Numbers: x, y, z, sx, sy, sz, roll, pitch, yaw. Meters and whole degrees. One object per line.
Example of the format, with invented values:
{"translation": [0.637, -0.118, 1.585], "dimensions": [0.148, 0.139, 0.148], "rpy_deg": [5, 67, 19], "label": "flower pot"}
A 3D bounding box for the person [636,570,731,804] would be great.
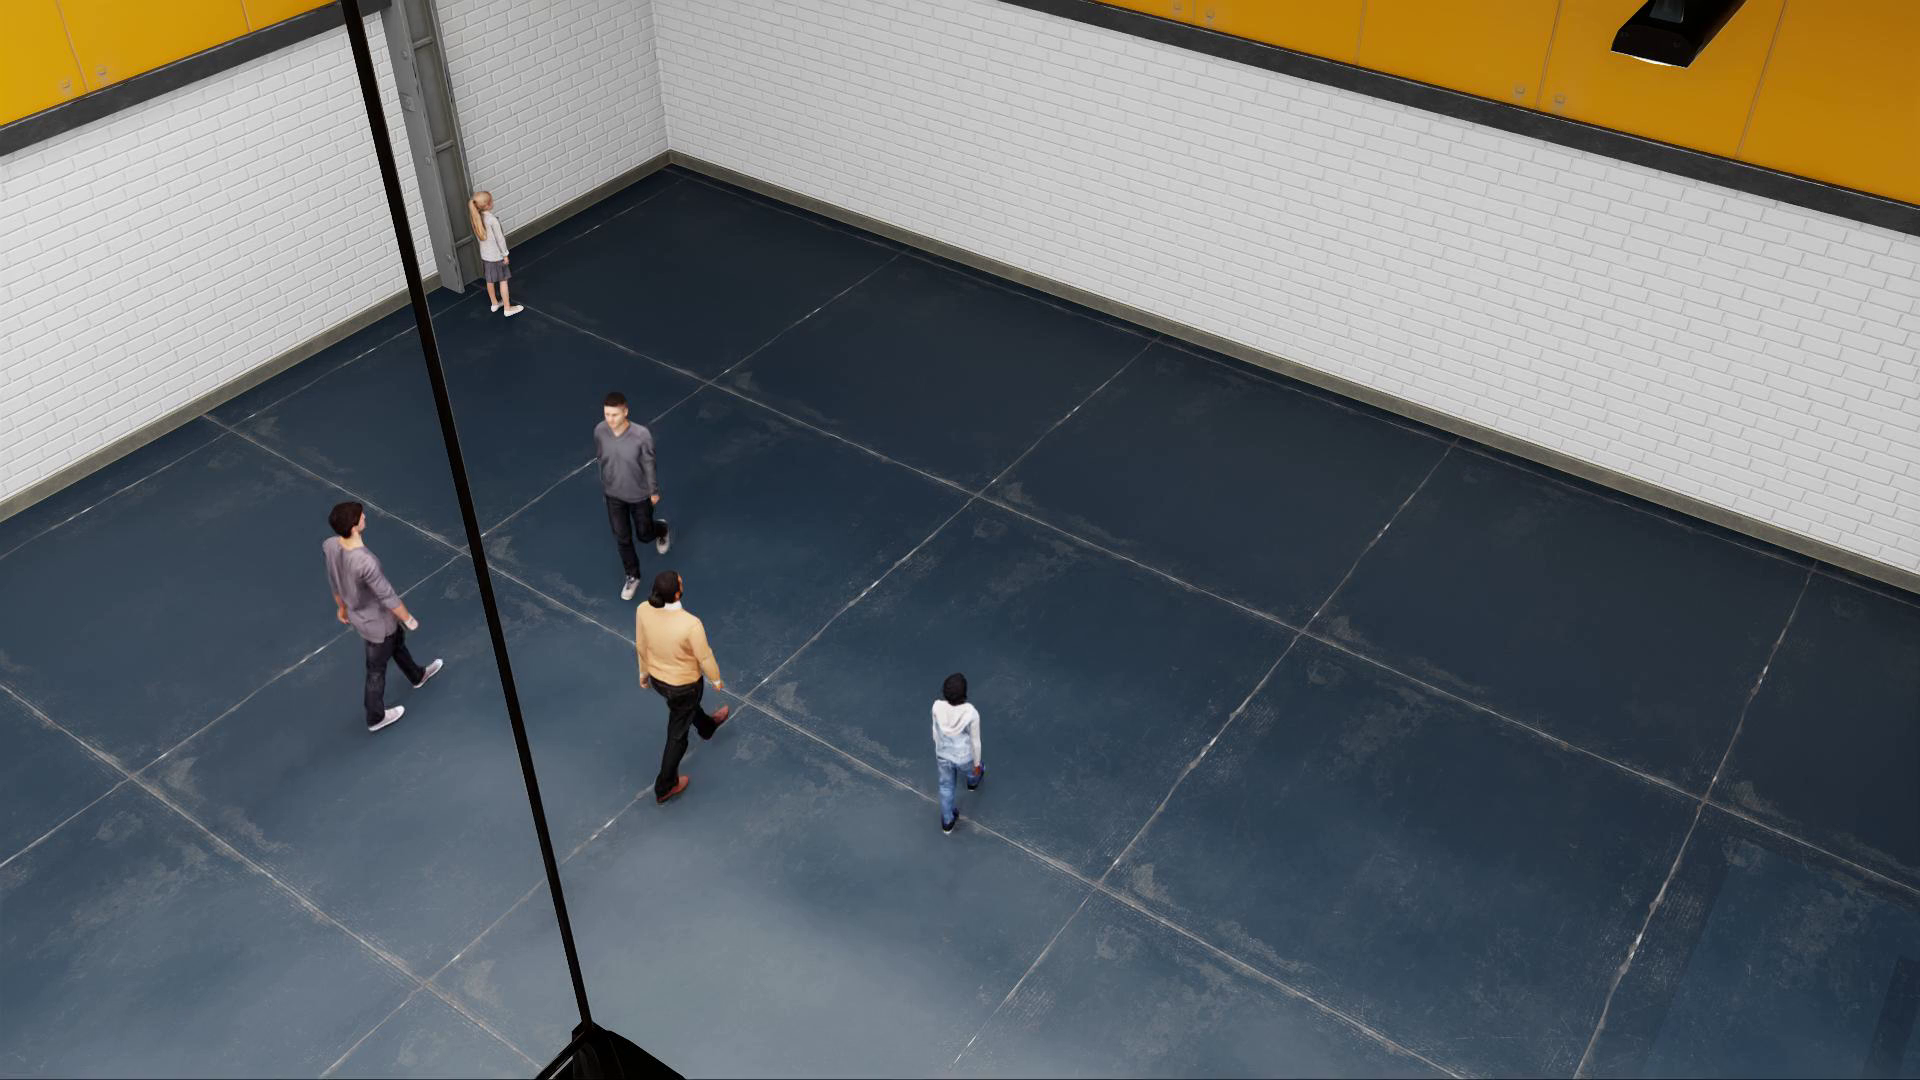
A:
{"translation": [-1.902, 0.981, 10.916], "dimensions": [0.736, 1.706, 1.182], "rpy_deg": [20, 43, 23], "label": "person"}

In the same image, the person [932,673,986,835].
{"translation": [-0.045, 1.407, 10.758], "dimensions": [0.677, 1.237, 0.879], "rpy_deg": [9, 40, 11], "label": "person"}

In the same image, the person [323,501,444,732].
{"translation": [-4.084, 0.567, 11.339], "dimensions": [0.746, 1.823, 0.989], "rpy_deg": [29, 47, 32], "label": "person"}

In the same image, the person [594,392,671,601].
{"translation": [-2.485, -0.409, 12.623], "dimensions": [0.854, 1.747, 1.035], "rpy_deg": [7, 39, 9], "label": "person"}

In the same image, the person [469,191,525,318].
{"translation": [-4.478, -2.763, 15.949], "dimensions": [0.503, 1.275, 0.508], "rpy_deg": [23, 44, 26], "label": "person"}
